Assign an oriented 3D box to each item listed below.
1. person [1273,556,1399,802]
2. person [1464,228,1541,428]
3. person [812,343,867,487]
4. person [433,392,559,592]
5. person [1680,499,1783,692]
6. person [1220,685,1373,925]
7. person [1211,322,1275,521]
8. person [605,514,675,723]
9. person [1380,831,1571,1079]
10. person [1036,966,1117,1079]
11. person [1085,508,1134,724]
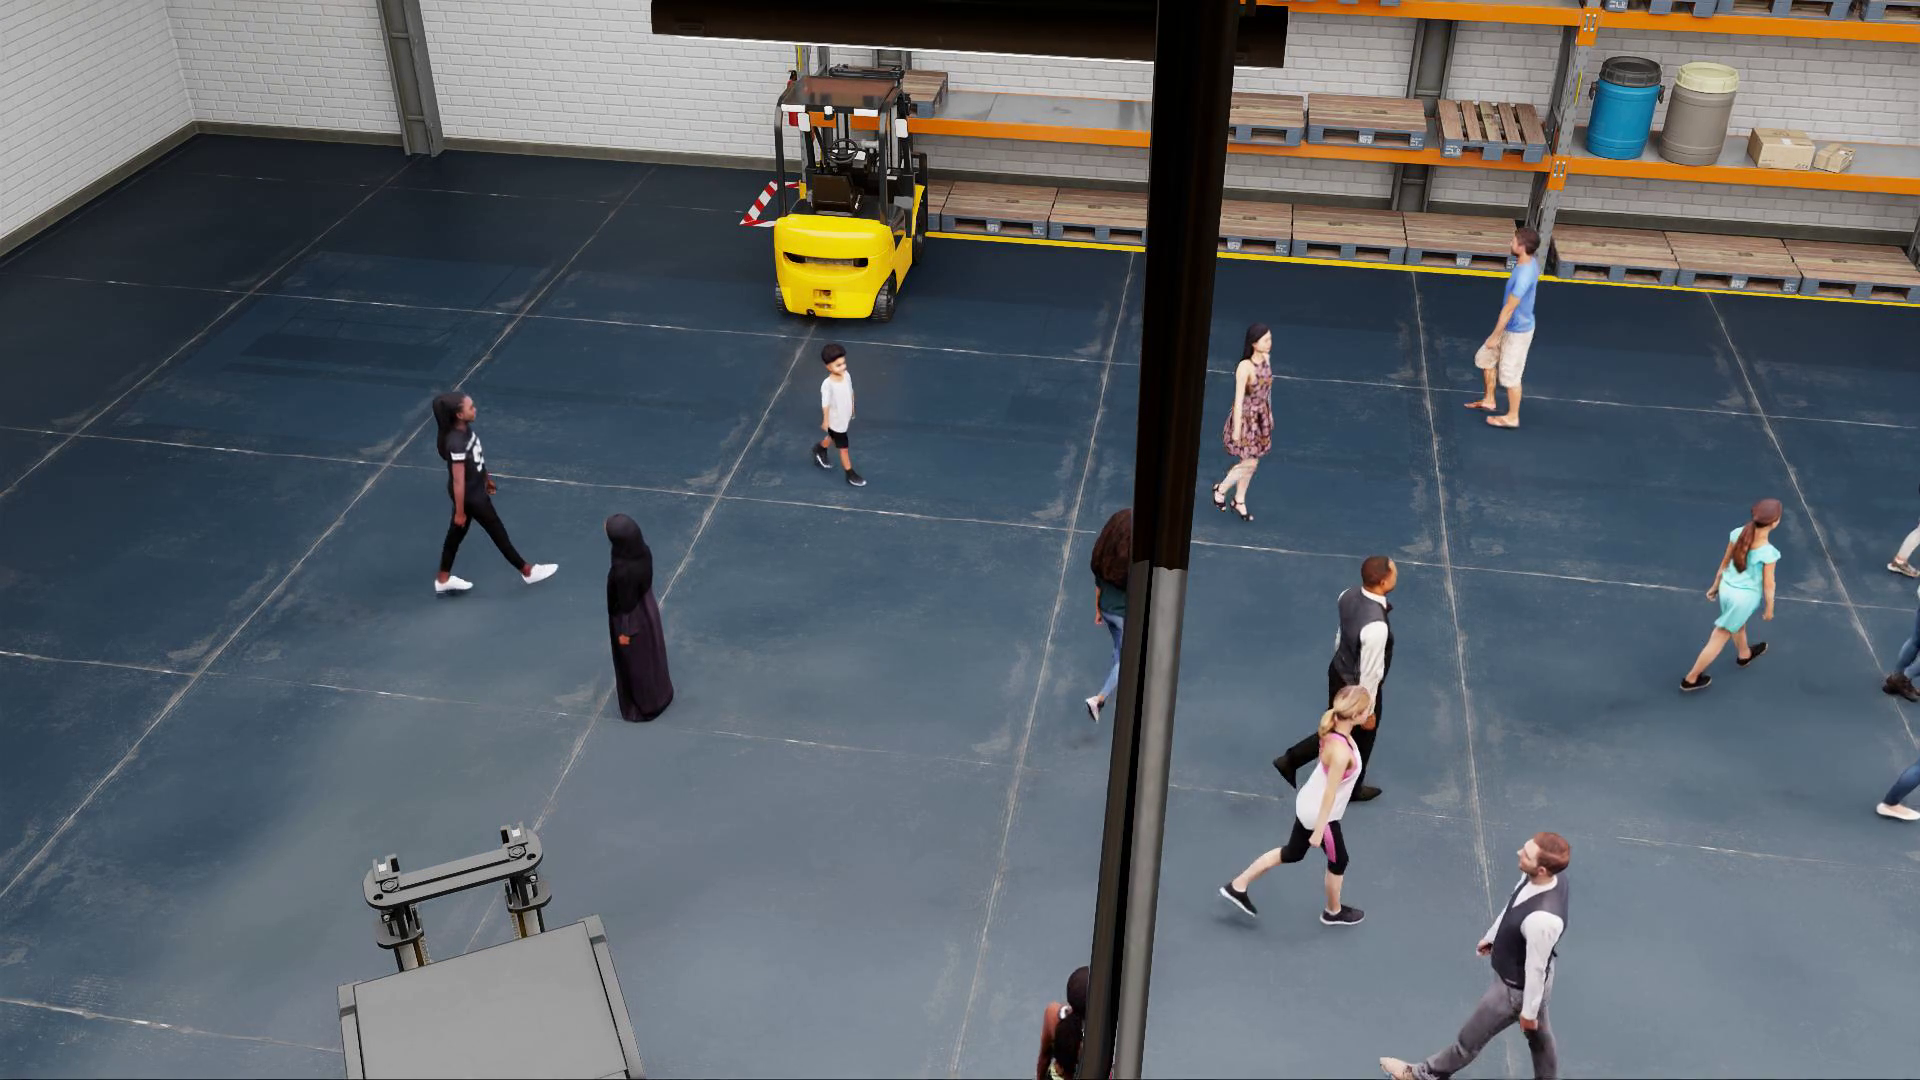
[{"bbox_3d":[2.386,0.919,10.389,1.082,1.905,0.887,-5,34,-8],"label":"person"},{"bbox_3d":[4.953,-1.825,14.571,0.776,1.846,0.698,10,35,14],"label":"person"},{"bbox_3d":[-1.068,-1.089,14.006,0.930,1.244,0.745,24,40,31],"label":"person"},{"bbox_3d":[-3.749,-0.300,12.424,1.248,1.682,0.959,-8,35,-12],"label":"person"},{"bbox_3d":[5.323,0.419,11.489,1.086,1.520,0.895,-12,36,-18],"label":"person"},{"bbox_3d":[1.965,1.565,9.562,1.138,1.745,0.750,1,34,2],"label":"person"},{"bbox_3d":[2.253,-0.947,13.320,0.825,1.769,0.763,21,39,28],"label":"person"},{"bbox_3d":[-2.200,0.502,11.279,0.588,1.614,0.605,4,34,6],"label":"person"},{"bbox_3d":[2.941,2.241,8.405,1.205,1.899,0.841,13,36,19],"label":"person"},{"bbox_3d":[0.482,2.711,7.841,0.675,1.742,0.756,24,41,32],"label":"person"},{"bbox_3d":[1.061,0.532,11.248,0.990,1.599,0.907,21,39,28],"label":"person"}]
